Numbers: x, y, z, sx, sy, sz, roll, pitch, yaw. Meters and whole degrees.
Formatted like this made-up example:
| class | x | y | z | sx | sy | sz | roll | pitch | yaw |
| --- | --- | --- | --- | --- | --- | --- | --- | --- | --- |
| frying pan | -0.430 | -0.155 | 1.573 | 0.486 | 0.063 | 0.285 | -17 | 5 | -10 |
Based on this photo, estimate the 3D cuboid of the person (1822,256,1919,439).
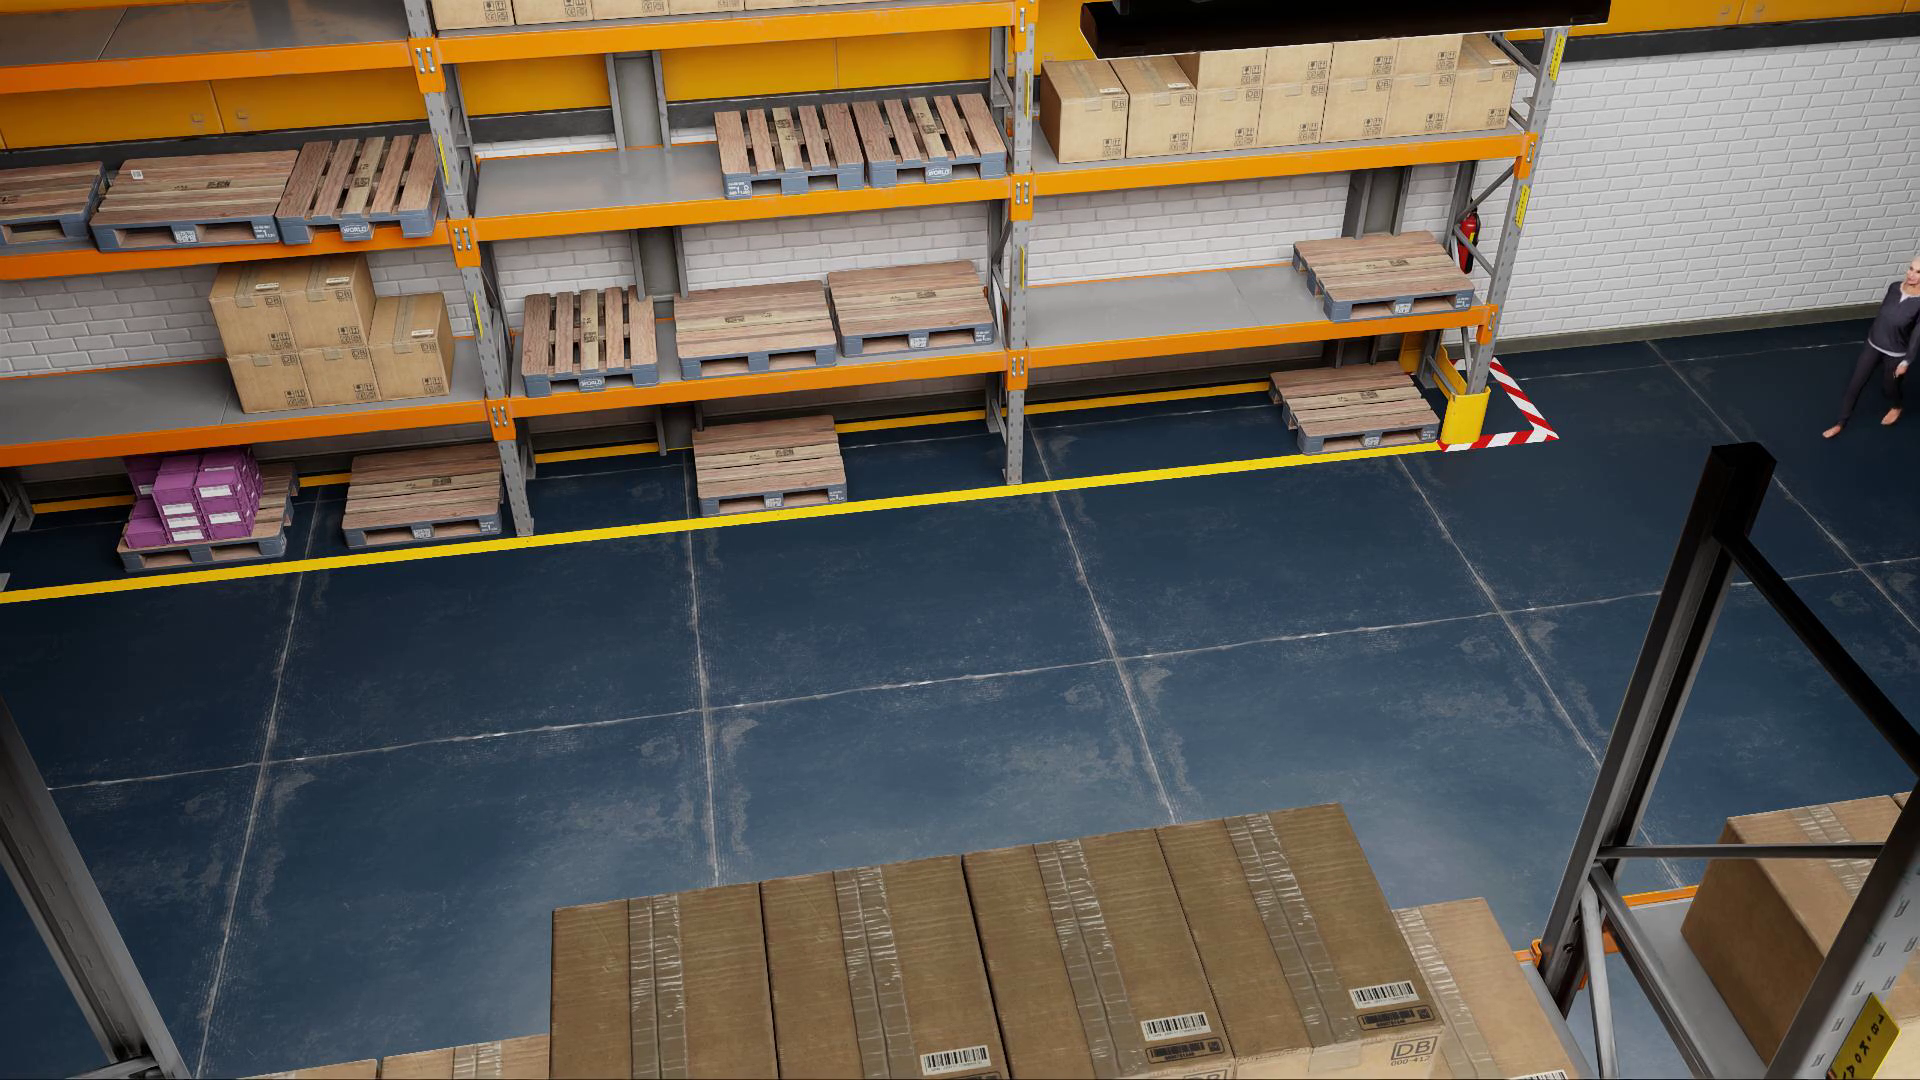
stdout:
| class | x | y | z | sx | sy | sz | roll | pitch | yaw |
| --- | --- | --- | --- | --- | --- | --- | --- | --- | --- |
| person | 7.859 | -1.631 | 13.963 | 1.128 | 1.699 | 0.845 | -20 | 43 | -23 |
